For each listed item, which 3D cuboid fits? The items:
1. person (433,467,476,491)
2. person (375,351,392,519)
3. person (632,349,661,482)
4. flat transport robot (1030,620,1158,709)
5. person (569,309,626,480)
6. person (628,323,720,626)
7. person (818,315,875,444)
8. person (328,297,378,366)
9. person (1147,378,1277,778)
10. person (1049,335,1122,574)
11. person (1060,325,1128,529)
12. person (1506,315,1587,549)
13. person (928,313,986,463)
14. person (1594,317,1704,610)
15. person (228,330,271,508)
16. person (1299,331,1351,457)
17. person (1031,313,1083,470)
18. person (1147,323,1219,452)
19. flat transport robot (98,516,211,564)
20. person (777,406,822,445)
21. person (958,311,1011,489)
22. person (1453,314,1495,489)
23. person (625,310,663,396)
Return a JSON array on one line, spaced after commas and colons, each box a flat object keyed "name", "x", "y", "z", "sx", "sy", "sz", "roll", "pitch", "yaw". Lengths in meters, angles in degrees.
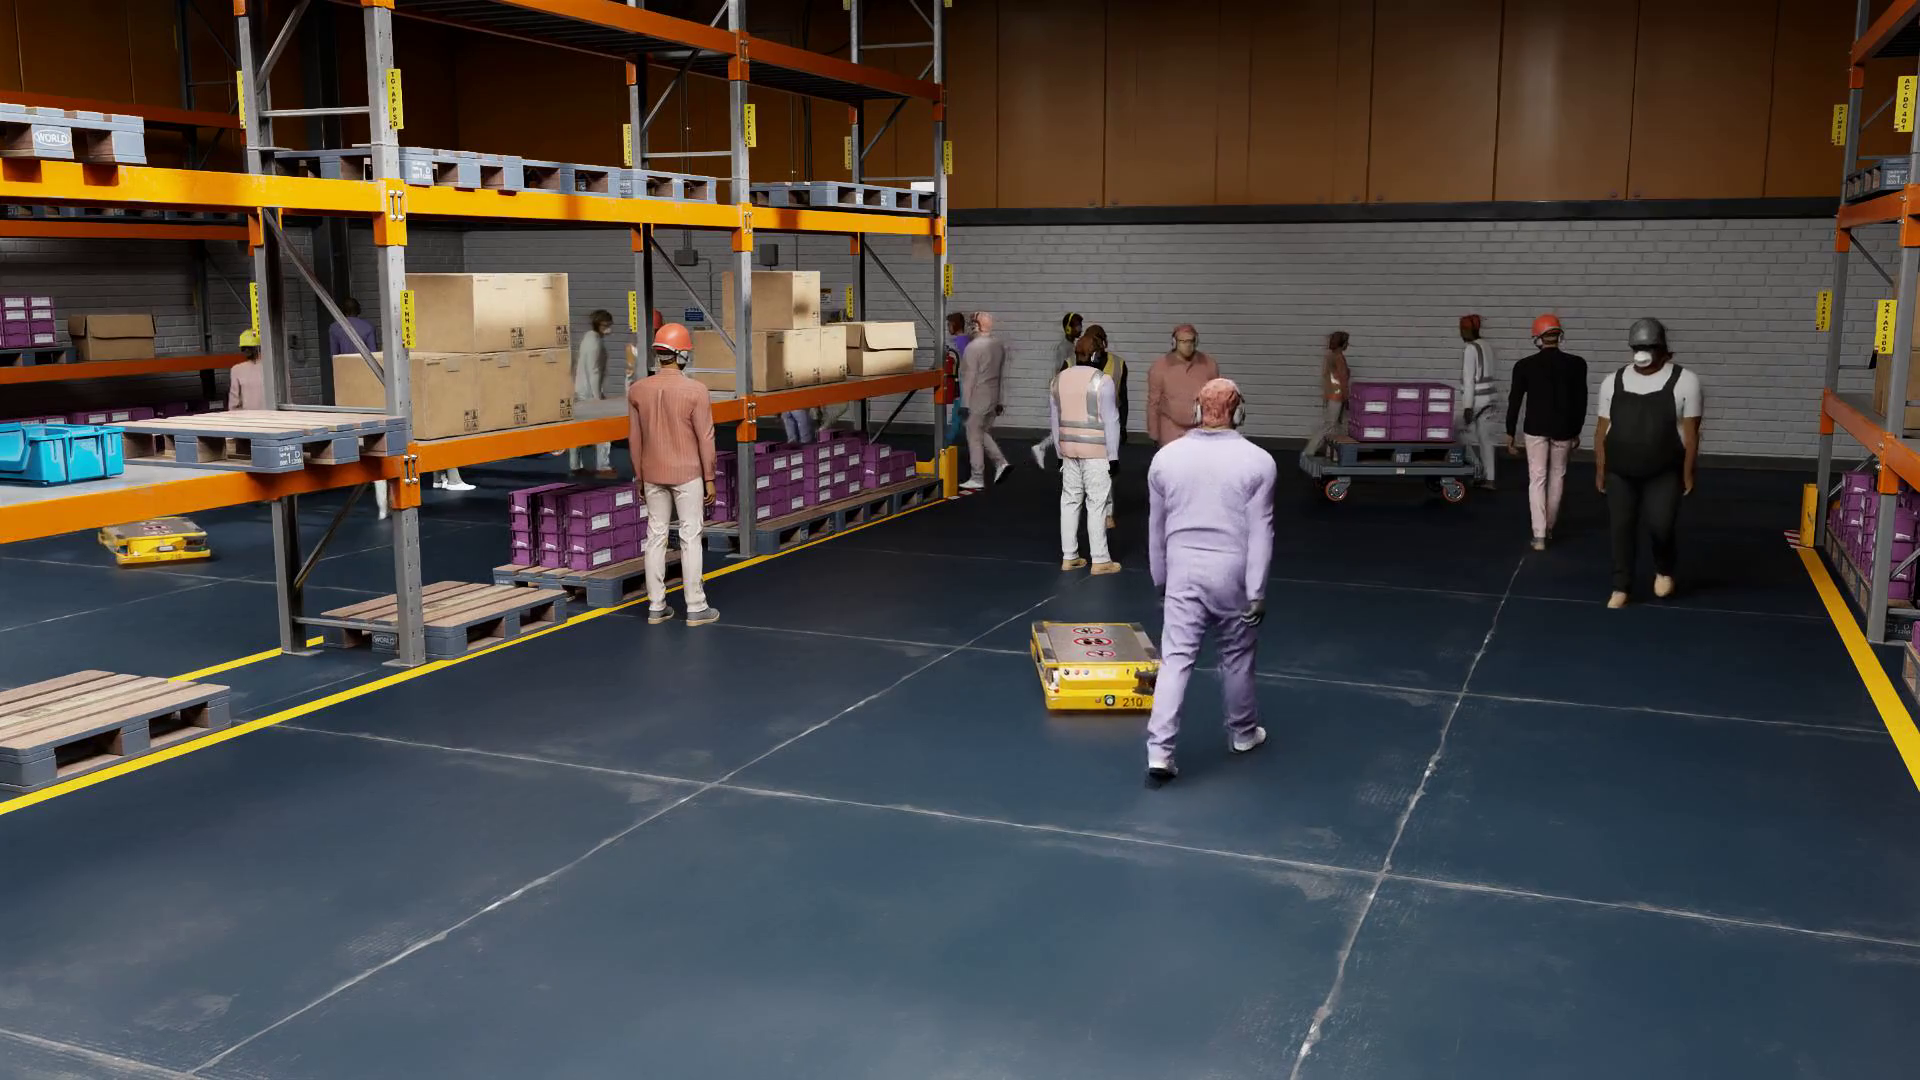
[{"name": "person", "x": -5.408, "y": -1.478, "z": 17.539, "sx": 0.592, "sy": 1.926, "sz": 0.366, "roll": 8, "pitch": 12, "yaw": 41}, {"name": "person", "x": -5.350, "y": -1.002, "z": 15.613, "sx": 0.508, "sy": 1.610, "sz": 0.415, "roll": 1, "pitch": 9, "yaw": 8}, {"name": "person", "x": -3.068, "y": -1.186, "z": 16.742, "sx": 0.528, "sy": 1.589, "sz": 0.864, "roll": 3, "pitch": 10, "yaw": 20}, {"name": "flat transport robot", "x": 0.770, "y": 0.686, "z": 9.434, "sx": 0.652, "sy": 0.197, "sz": 1.431, "roll": 0, "pitch": 9, "yaw": -1}, {"name": "person", "x": -4.035, "y": -1.607, "z": 18.440, "sx": 0.727, "sy": 1.894, "sz": 0.711, "roll": -3, "pitch": 10, "yaw": -17}, {"name": "person", "x": -1.878, "y": -0.425, "z": 10.958, "sx": 0.613, "sy": 1.994, "sz": 0.382, "roll": 3, "pitch": 10, "yaw": 17}, {"name": "person", "x": -1.473, "y": -2.119, "z": 21.753, "sx": 0.915, "sy": 1.836, "sz": 0.546, "roll": 5, "pitch": 11, "yaw": 29}, {"name": "person", "x": -8.199, "y": -2.312, "z": 22.560, "sx": 0.630, "sy": 1.940, "sz": 0.372, "roll": -1, "pitch": 9, "yaw": -8}, {"name": "person", "x": 1.160, "y": 0.173, "z": 7.795, "sx": 0.648, "sy": 1.855, "sz": 1.022, "roll": 5, "pitch": 10, "yaw": 27}, {"name": "person", "x": 0.990, "y": -0.657, "z": 12.839, "sx": 0.621, "sy": 1.839, "sz": 0.429, "roll": 8, "pitch": 13, "yaw": 42}, {"name": "person", "x": 1.206, "y": -1.013, "z": 14.993, "sx": 0.638, "sy": 1.839, "sz": 0.429, "roll": -1, "pitch": 9, "yaw": -4}, {"name": "person", "x": 4.974, "y": -0.929, "z": 14.153, "sx": 0.633, "sy": 1.944, "sz": 0.914, "roll": 2, "pitch": 10, "yaw": 13}, {"name": "person", "x": -0.051, "y": -1.840, "z": 20.147, "sx": 0.954, "sy": 1.786, "sz": 0.594, "roll": 5, "pitch": 11, "yaw": 28}, {"name": "person", "x": 4.696, "y": -0.528, "z": 11.443, "sx": 0.695, "sy": 2.000, "sz": 0.599, "roll": 7, "pitch": 11, "yaw": 35}, {"name": "person", "x": -6.906, "y": -1.174, "z": 16.244, "sx": 0.553, "sy": 1.730, "sz": 0.827, "roll": 1, "pitch": 9, "yaw": 9}, {"name": "person", "x": 4.410, "y": -1.657, "z": 19.579, "sx": 0.786, "sy": 1.607, "sz": 0.518, "roll": 1, "pitch": 9, "yaw": 7}, {"name": "person", "x": 1.168, "y": -1.642, "z": 18.795, "sx": 0.628, "sy": 1.841, "sz": 0.537, "roll": 1, "pitch": 9, "yaw": 9}, {"name": "person", "x": 1.960, "y": -0.996, "z": 14.779, "sx": 0.637, "sy": 1.877, "sz": 0.730, "roll": -2, "pitch": 10, "yaw": -9}, {"name": "flat transport robot", "x": -6.652, "y": -0.016, "z": 13.691, "sx": 0.652, "sy": 0.197, "sz": 1.431, "roll": -6, "pitch": 11, "yaw": -33}, {"name": "person", "x": -1.757, "y": -1.395, "z": 17.575, "sx": 0.545, "sy": 1.751, "sz": 0.581, "roll": 7, "pitch": 12, "yaw": 36}, {"name": "person", "x": 0.218, "y": -1.473, "z": 17.632, "sx": 0.455, "sy": 1.895, "sz": 0.649, "roll": 6, "pitch": 11, "yaw": 30}, {"name": "person", "x": 5.479, "y": -1.459, "z": 17.629, "sx": 0.490, "sy": 1.856, "sz": 0.678, "roll": 8, "pitch": 13, "yaw": 42}, {"name": "person", "x": -3.280, "y": -1.477, "z": 17.623, "sx": 0.569, "sy": 1.895, "sz": 0.853, "roll": -1, "pitch": 9, "yaw": -8}]
